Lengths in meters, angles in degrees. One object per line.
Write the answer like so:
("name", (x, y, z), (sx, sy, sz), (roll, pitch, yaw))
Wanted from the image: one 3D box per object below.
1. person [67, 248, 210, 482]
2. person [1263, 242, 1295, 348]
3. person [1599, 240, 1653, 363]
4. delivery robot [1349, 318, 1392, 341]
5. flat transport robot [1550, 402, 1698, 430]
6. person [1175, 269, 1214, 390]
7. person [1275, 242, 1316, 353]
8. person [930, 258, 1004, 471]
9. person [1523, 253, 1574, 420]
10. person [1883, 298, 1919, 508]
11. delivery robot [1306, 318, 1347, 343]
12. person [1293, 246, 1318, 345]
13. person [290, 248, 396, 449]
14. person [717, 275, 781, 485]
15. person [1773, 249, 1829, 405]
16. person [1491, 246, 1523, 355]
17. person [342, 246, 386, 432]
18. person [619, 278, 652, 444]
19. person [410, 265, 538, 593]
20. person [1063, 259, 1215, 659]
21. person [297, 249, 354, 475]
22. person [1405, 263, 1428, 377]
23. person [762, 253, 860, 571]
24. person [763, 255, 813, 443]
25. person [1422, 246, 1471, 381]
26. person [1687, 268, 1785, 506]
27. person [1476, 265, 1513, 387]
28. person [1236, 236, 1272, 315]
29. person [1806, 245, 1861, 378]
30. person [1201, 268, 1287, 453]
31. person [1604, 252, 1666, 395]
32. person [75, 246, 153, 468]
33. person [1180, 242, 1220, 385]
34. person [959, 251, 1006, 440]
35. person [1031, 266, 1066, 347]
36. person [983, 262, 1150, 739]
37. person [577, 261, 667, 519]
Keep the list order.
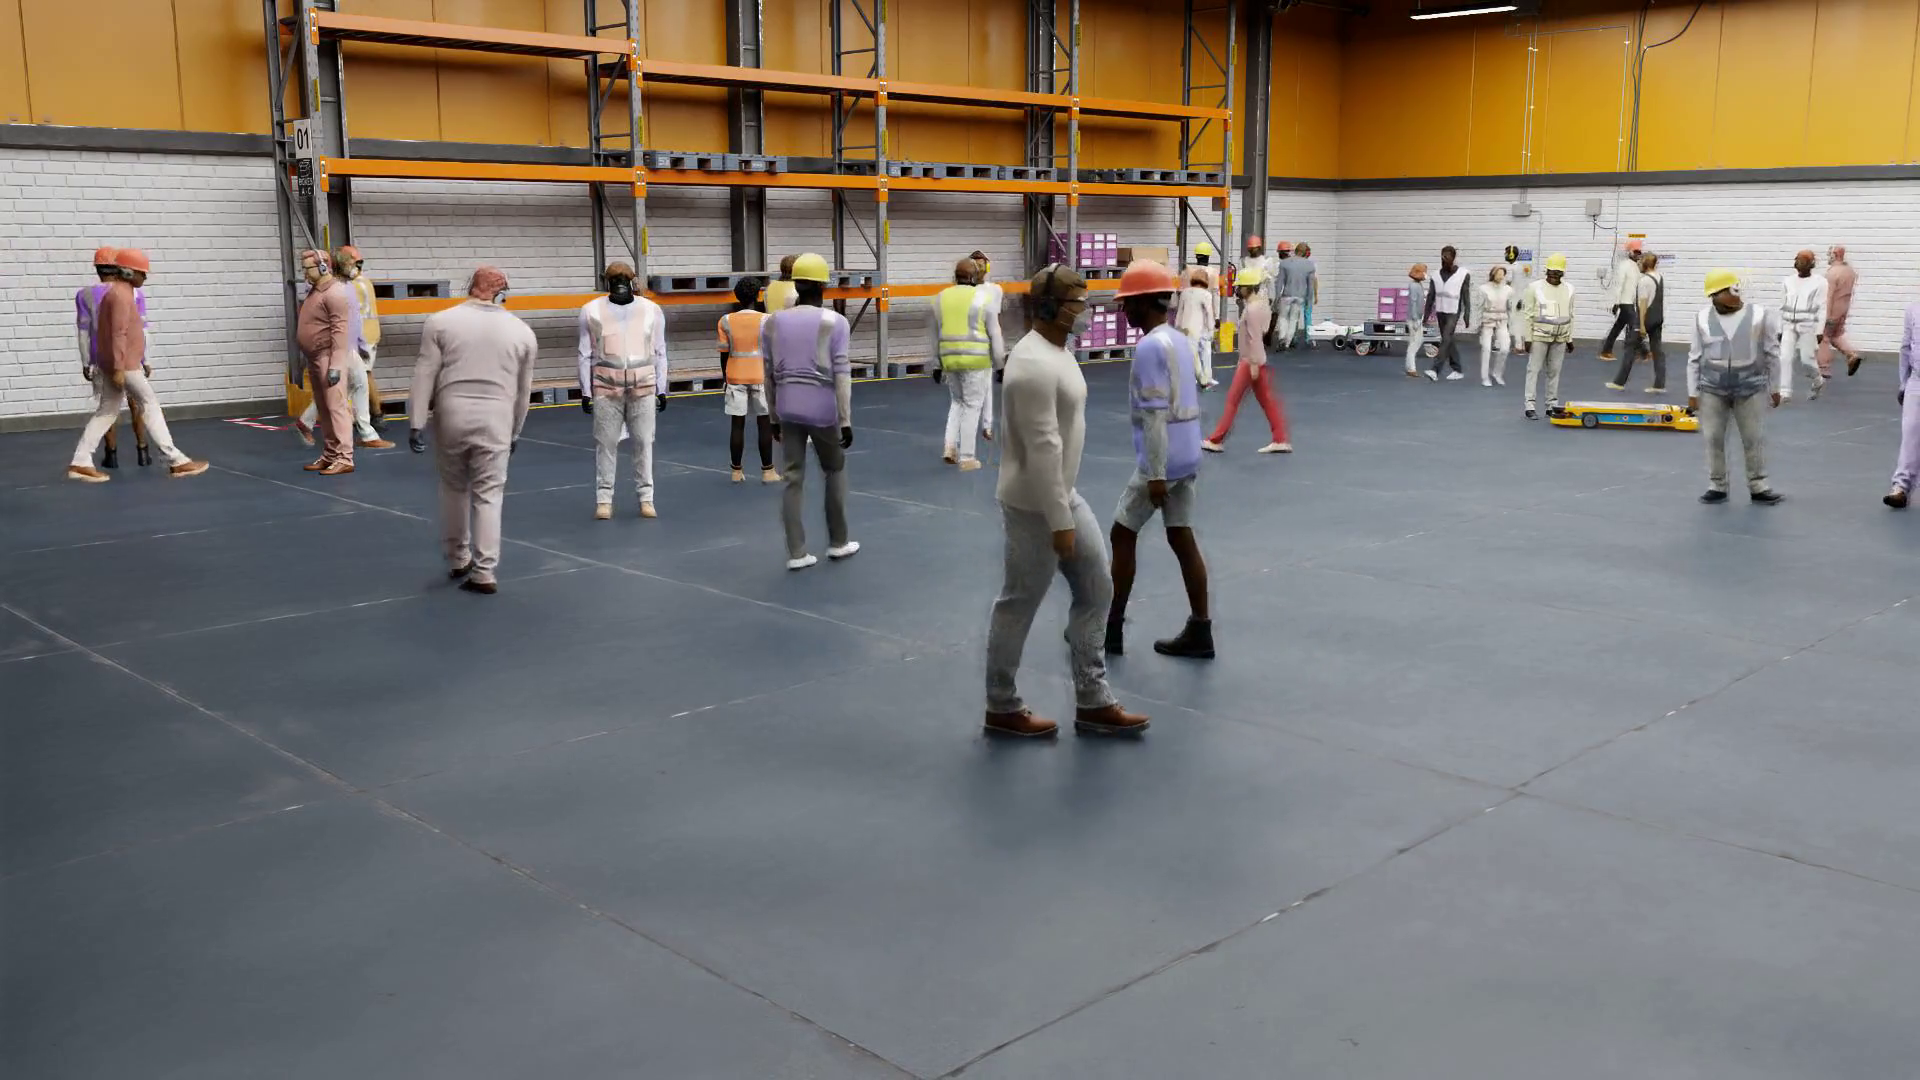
("person", (-6.889, -1.440, 13.715), (1.058, 1.927, 0.648), (-7, 12, -32))
("person", (5.833, -4.445, 30.175), (0.547, 1.891, 0.930), (-4, 11, -20))
("person", (10.720, -3.795, 26.506), (0.641, 1.931, 1.098), (-9, 14, -41))
("delivery robot", (7.245, -3.673, 29.371), (0.707, 0.478, 0.477), (1, 10, 3))
("flat transport robot", (7.022, -1.328, 17.614), (1.431, 0.197, 0.652), (4, 11, 21))
("person", (3.045, -2.691, 21.421), (0.813, 1.582, 0.515), (-8, 13, -37))
("person", (5.753, -4.156, 28.592), (0.677, 1.895, 0.418), (1, 10, 3))
("person", (0.070, -1.505, 14.331), (0.637, 1.827, 0.464), (7, 12, 32))
("person", (6.486, -2.230, 18.297), (0.586, 1.823, 0.403), (-2, 11, -10))
("person", (7.302, -1.163, 12.388), (0.989, 1.851, 0.669), (-9, 14, -40))
("delivery robot", (6.509, -3.699, 29.514), (0.707, 0.478, 0.477), (2, 11, 12))
("person", (6.337, -4.521, 30.753), (0.563, 1.838, 0.372), (6, 12, 28))
("person", (-5.882, -1.786, 15.670), (0.911, 1.914, 0.641), (-1, 10, -7))
("person", (-1.699, -1.290, 13.509), (0.535, 1.700, 0.318), (2, 11, 9))
("person", (10.114, -2.544, 19.930), (0.817, 1.859, 0.586), (-8, 13, -36))
("person", (9.289, -4.081, 28.359), (0.841, 1.838, 0.546), (7, 12, 33))
("person", (-6.208, -2.079, 17.237), (0.428, 1.927, 0.560), (-1, 10, -6))
("person", (-3.181, -1.702, 15.956), (0.532, 1.618, 0.516), (9, 14, 40))
("person", (-2.799, -0.650, 9.631), (0.718, 1.851, 0.812), (-3, 11, -16))
("person", (0.868, -0.381, 7.990), (0.847, 1.898, 0.570), (5, 12, 25))
("person", (-5.408, -1.508, 14.144), (0.410, 1.906, 0.642), (-8, 13, -38))
("person", (6.541, -3.145, 23.811), (0.292, 1.633, 0.503), (5, 12, 27))
("person", (-0.880, -0.790, 10.210), (0.613, 1.901, 0.778), (4, 11, 19))
("person", (-1.645, -1.847, 16.203), (0.618, 1.836, 0.432), (10, 14, 43))
("person", (6.751, -3.147, 23.188), (1.018, 1.859, 0.611), (-9, 13, -39))
("person", (5.819, -1.135, 12.445), (0.716, 1.785, 0.450), (6, 12, 28))
("person", (7.138, -2.850, 22.232), (0.518, 1.626, 0.387), (-1, 10, -3))
("person", (5.074, -4.250, 28.839), (0.622, 1.992, 1.004), (4, 11, 20))
("person", (12.373, -3.213, 23.471), (0.670, 1.890, 0.578), (-7, 13, -34))
("person", (2.642, -1.653, 15.423), (0.900, 1.711, 0.543), (2, 11, 12))
("person", (8.735, -2.776, 21.321), (0.527, 1.802, 0.906), (-6, 12, -30))
("person", (-7.388, -1.591, 14.544), (0.555, 1.927, 0.411), (-5, 12, -26))
("person", (3.261, -3.057, 22.522), (0.584, 1.929, 0.371), (7, 13, 35))
("person", (0.188, -1.916, 16.476), (0.571, 1.867, 0.345), (-1, 10, -5))
("person", (1.132, -2.565, 20.595), (0.542, 1.659, 0.869), (6, 12, 31))
("person", (0.448, -0.121, 6.549), (0.819, 1.906, 0.647), (3, 11, 15))
("person", (-2.405, -1.066, 11.900), (0.634, 1.841, 0.429), (-3, 11, -15))
